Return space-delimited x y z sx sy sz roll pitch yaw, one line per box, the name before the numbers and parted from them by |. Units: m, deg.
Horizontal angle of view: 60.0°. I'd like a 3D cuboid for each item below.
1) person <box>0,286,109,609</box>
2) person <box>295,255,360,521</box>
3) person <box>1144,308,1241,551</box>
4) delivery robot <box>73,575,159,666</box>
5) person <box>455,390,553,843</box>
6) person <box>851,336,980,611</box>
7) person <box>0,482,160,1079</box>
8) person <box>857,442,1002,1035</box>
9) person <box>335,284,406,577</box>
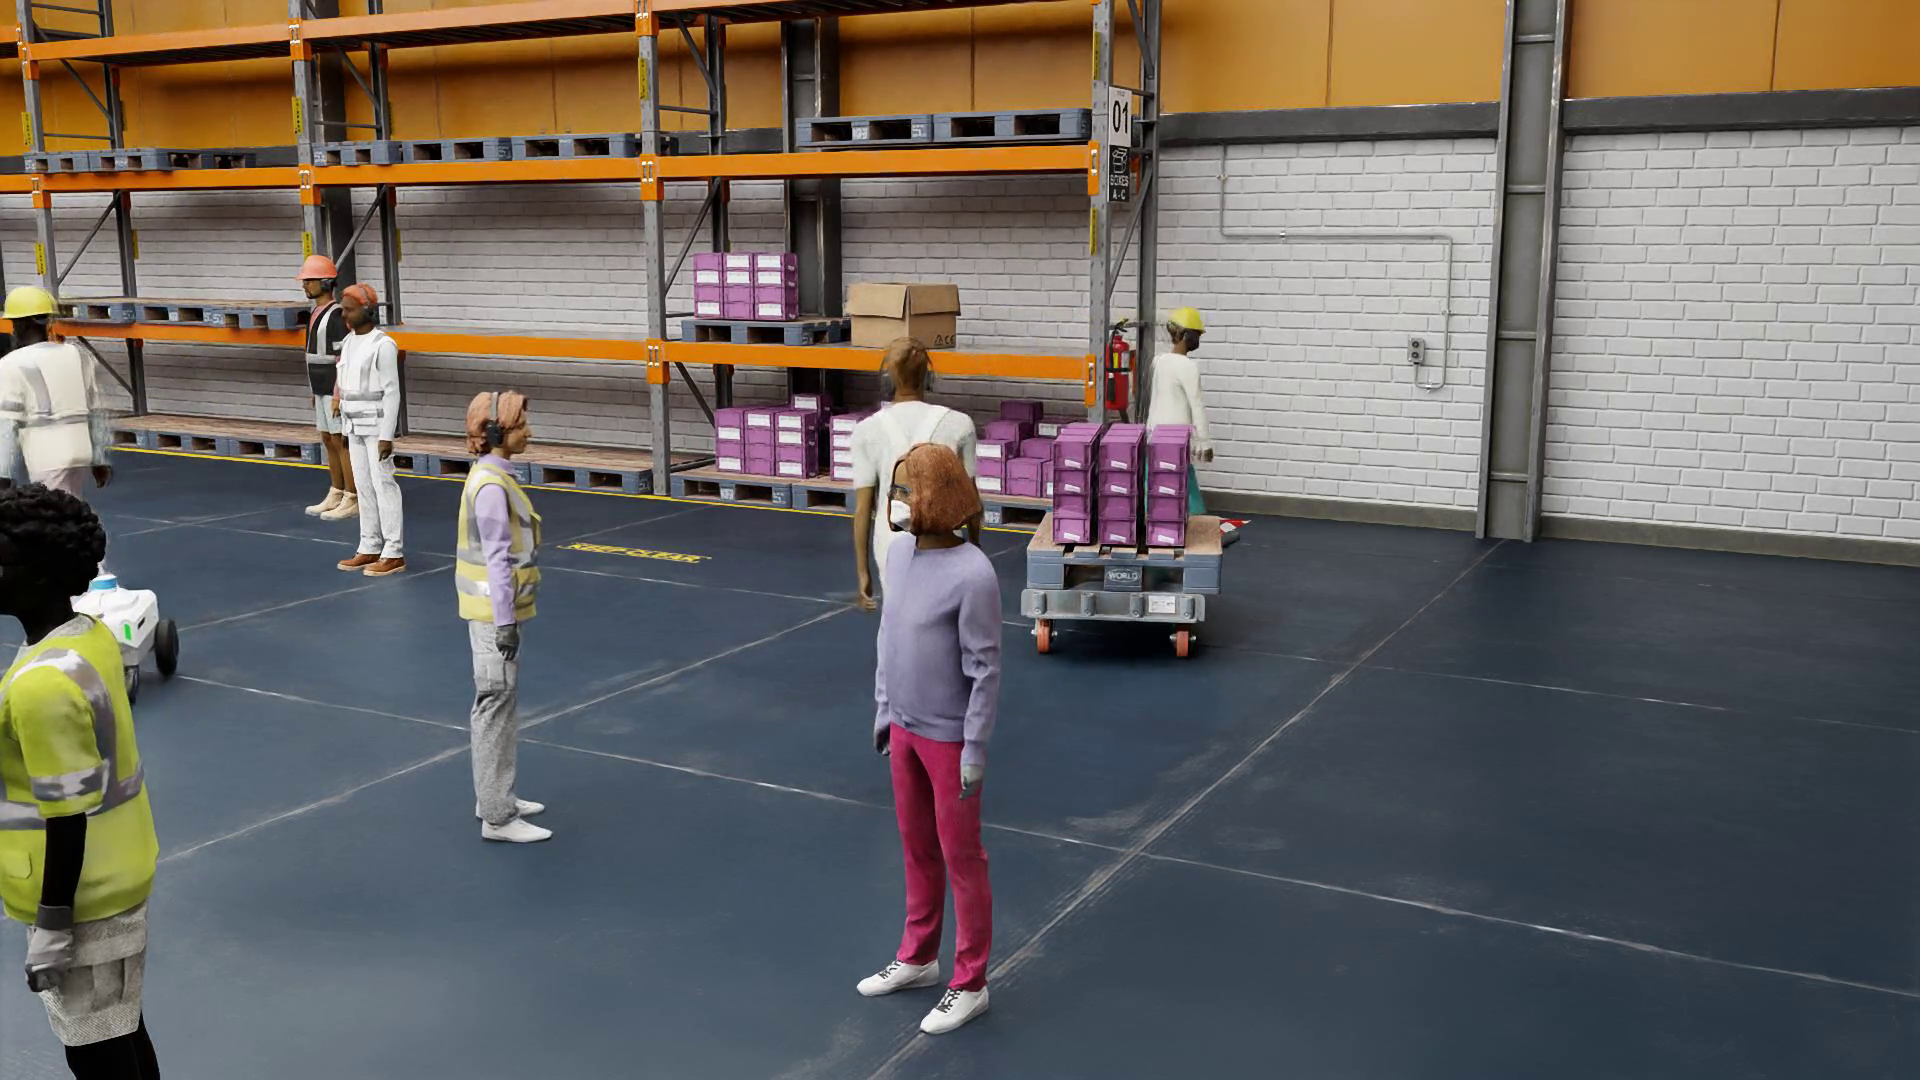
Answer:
person | -5.091 -0.454 9.323 0.468 1.910 0.601 2 11 13
person | -4.903 -1.173 12.898 0.372 2.044 0.607 -8 13 -38
person | 1.523 -0.687 11.137 0.933 1.705 0.560 -3 11 -17
delivery robot | -4.107 0.414 8.024 0.477 0.478 0.707 -3 11 -16
person | -1.671 0.275 6.065 0.314 1.640 0.516 -3 11 -16
person | -0.182 0.078 6.736 0.519 1.801 0.983 1 10 4
person | -1.836 0.722 3.450 0.318 1.700 0.535 -4 11 -22
person | -0.080 0.541 4.621 0.279 1.634 0.499 -7 13 -35
person | -3.841 -0.708 10.792 0.576 1.882 0.355 9 13 39
